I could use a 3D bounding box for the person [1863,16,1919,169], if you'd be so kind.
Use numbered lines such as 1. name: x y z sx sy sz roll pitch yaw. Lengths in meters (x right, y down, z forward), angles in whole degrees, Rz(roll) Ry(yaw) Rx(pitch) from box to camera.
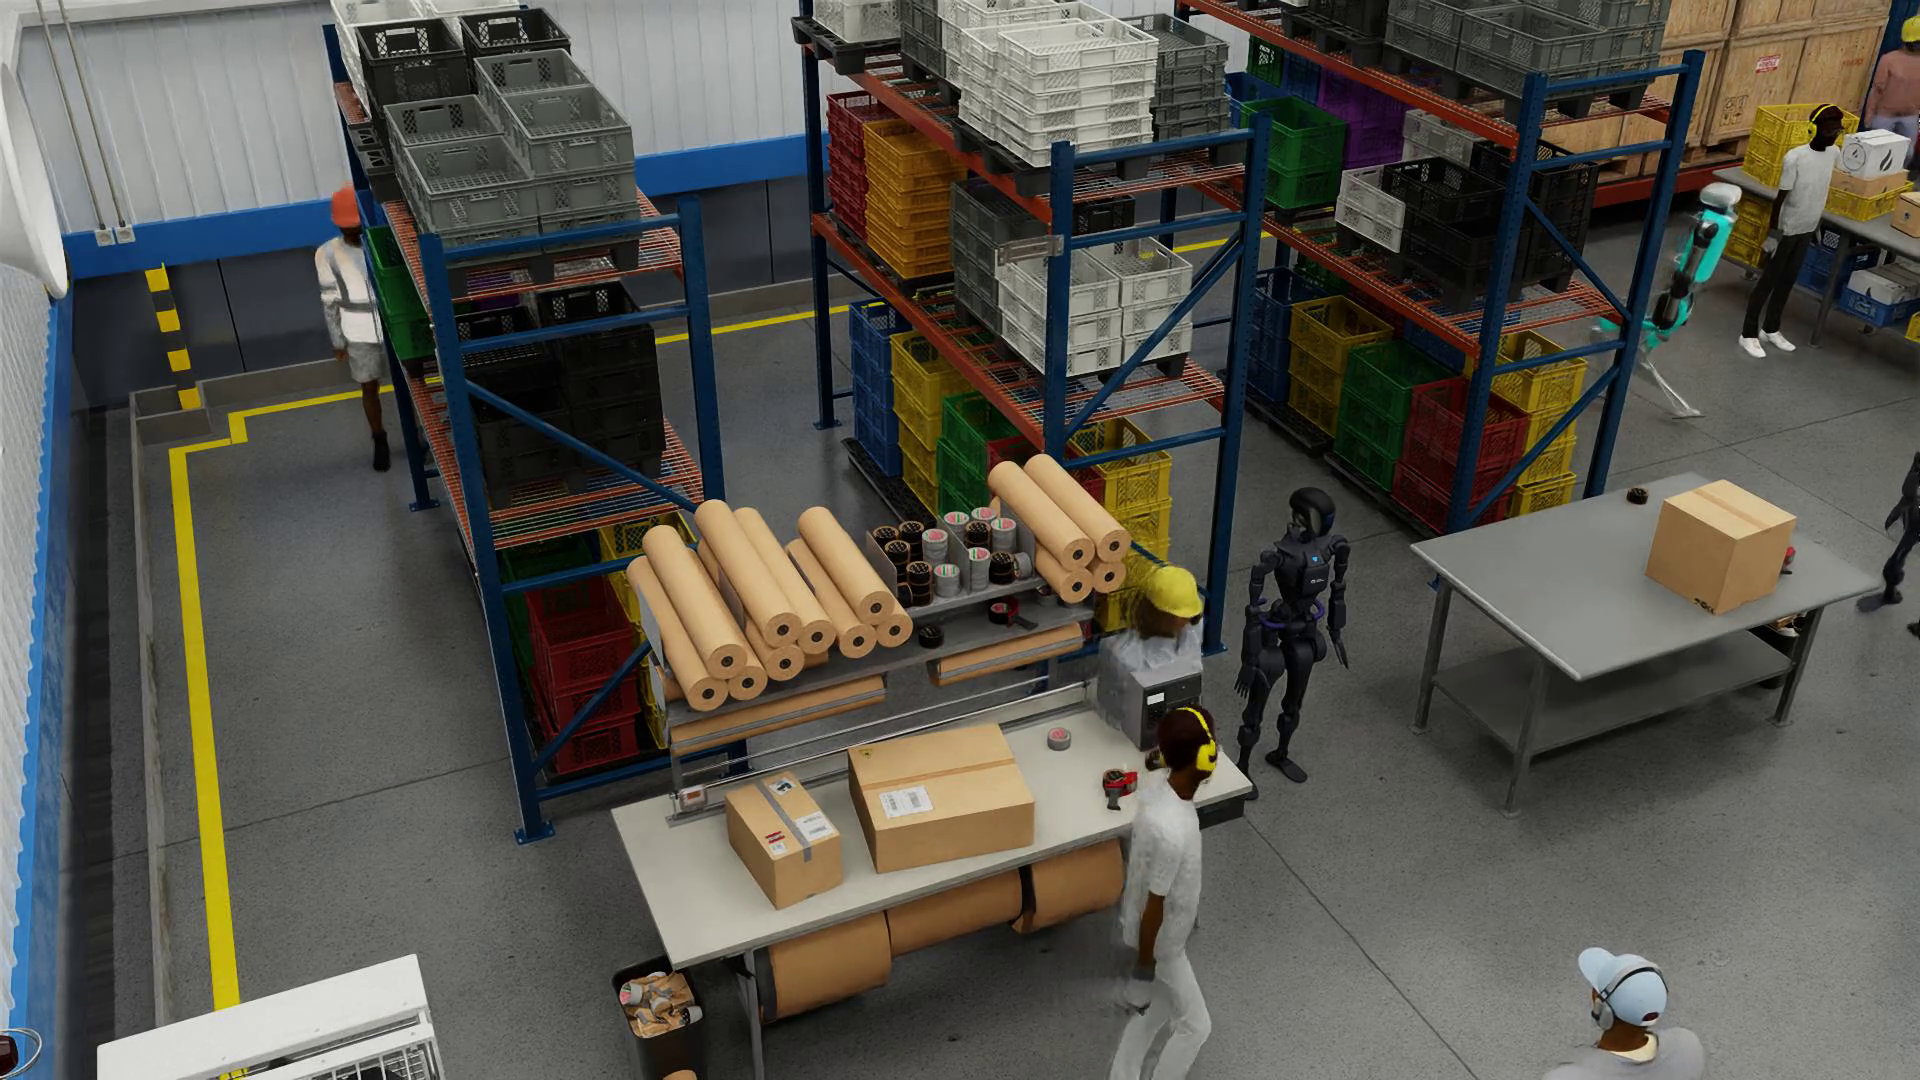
1. person: 8.271 -3.765 14.689 0.605 1.729 0.450 3 32 5

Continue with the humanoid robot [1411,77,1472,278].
1. humanoid robot: 3.841 -2.942 13.390 0.599 1.657 0.315 -13 34 -20

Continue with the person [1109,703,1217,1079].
1. person: 0.767 1.451 6.134 0.483 1.813 0.611 -1 32 -1

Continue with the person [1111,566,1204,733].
1. person: 0.815 0.793 7.297 0.491 1.714 0.709 -27 41 -37

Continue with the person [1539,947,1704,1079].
1. person: 1.935 1.994 5.222 0.596 1.850 0.398 -12 34 -19

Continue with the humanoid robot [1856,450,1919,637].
1. humanoid robot: 5.349 -0.183 8.929 0.617 1.648 0.451 20 37 29

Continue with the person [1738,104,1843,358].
1. person: 6.076 -2.240 12.081 0.526 1.870 0.318 -13 34 -21

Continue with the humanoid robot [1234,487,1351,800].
1. humanoid robot: 1.559 0.479 7.834 0.599 1.659 0.315 -13 34 -20

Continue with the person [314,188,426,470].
1. person: -3.707 -1.313 10.551 0.549 1.923 0.473 -13 34 -20

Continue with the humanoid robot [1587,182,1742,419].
1. humanoid robot: 4.668 -1.600 11.192 1.027 1.734 0.535 22 38 32
